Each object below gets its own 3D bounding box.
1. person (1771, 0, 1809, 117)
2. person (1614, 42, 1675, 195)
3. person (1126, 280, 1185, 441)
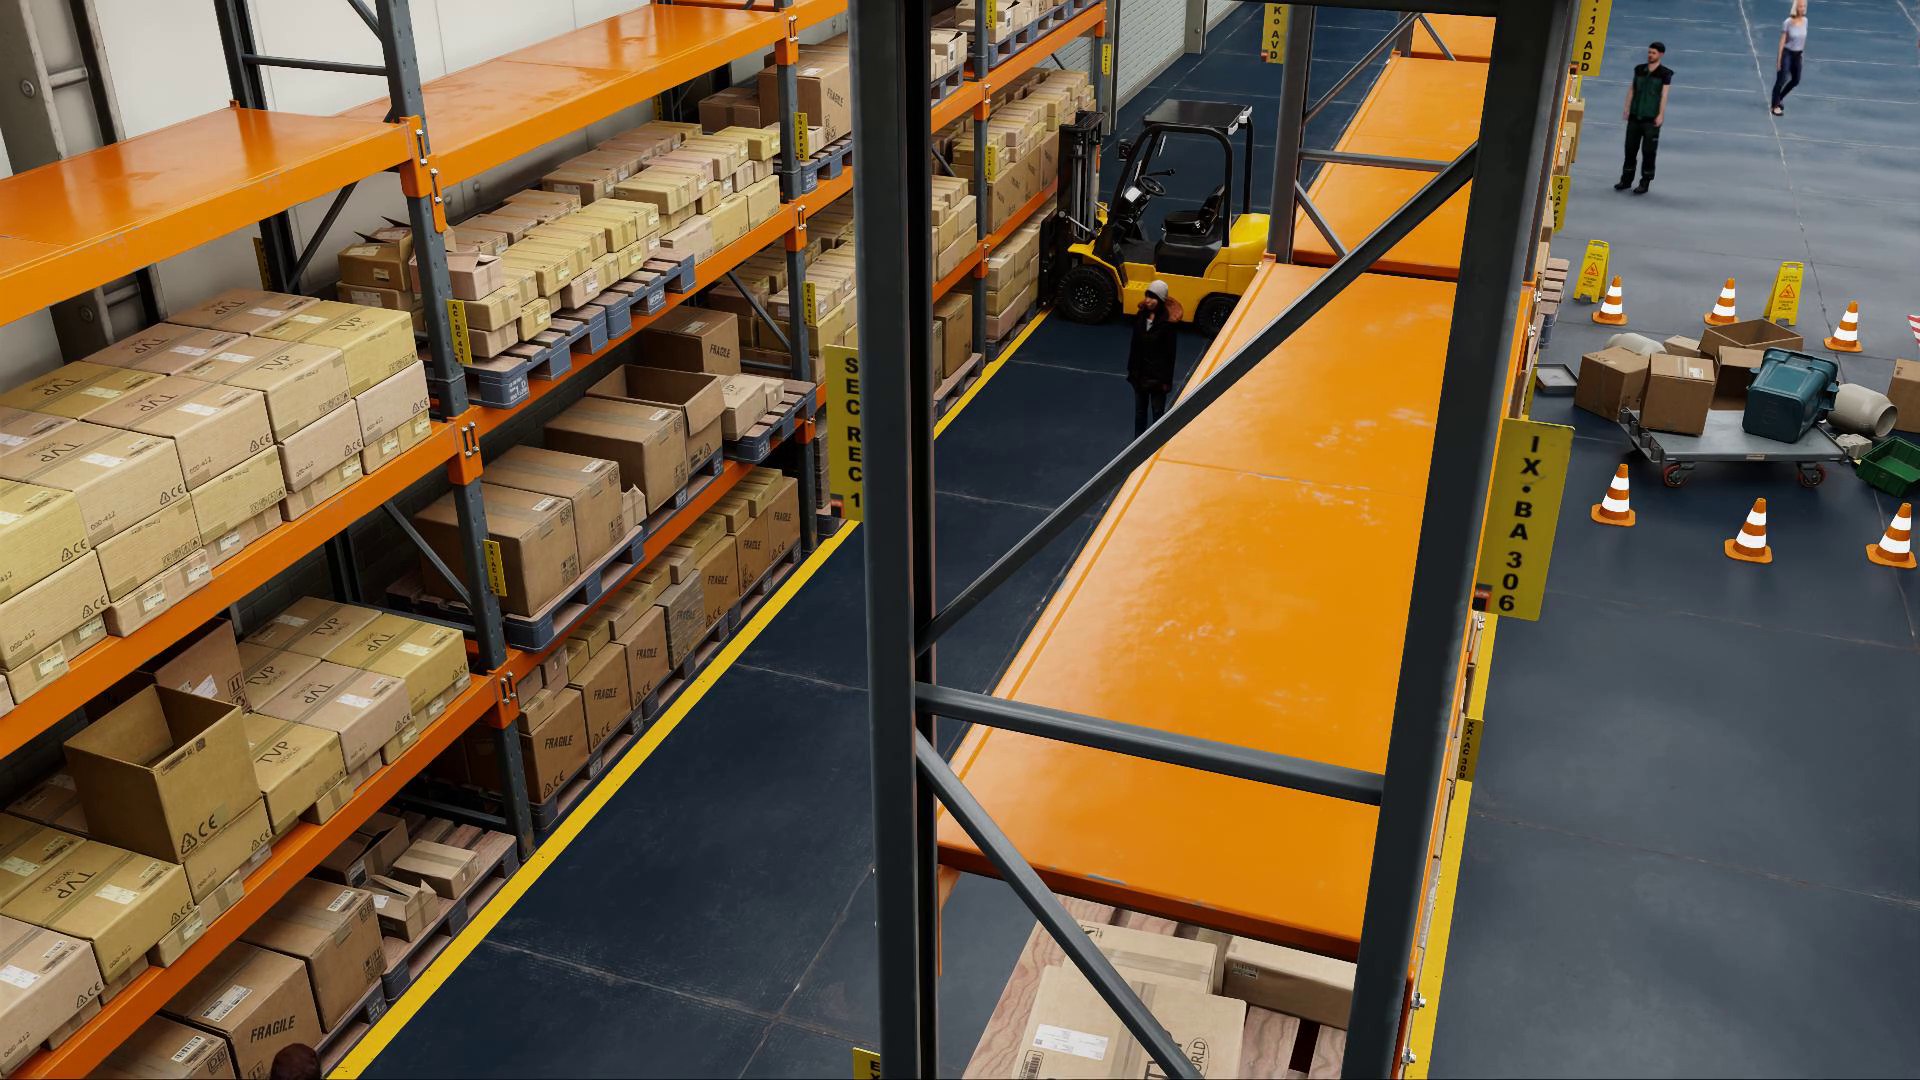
[{"bbox_3d":[12.432,-7.283,25.018,0.725,1.716,0.760,-6,29,-12],"label":"person"},{"bbox_3d":[8.808,-5.431,21.343,0.745,1.901,0.769,-24,36,-37],"label":"person"},{"bbox_3d":[1.624,-1.418,14.097,0.720,1.629,0.733,23,36,36],"label":"person"}]
